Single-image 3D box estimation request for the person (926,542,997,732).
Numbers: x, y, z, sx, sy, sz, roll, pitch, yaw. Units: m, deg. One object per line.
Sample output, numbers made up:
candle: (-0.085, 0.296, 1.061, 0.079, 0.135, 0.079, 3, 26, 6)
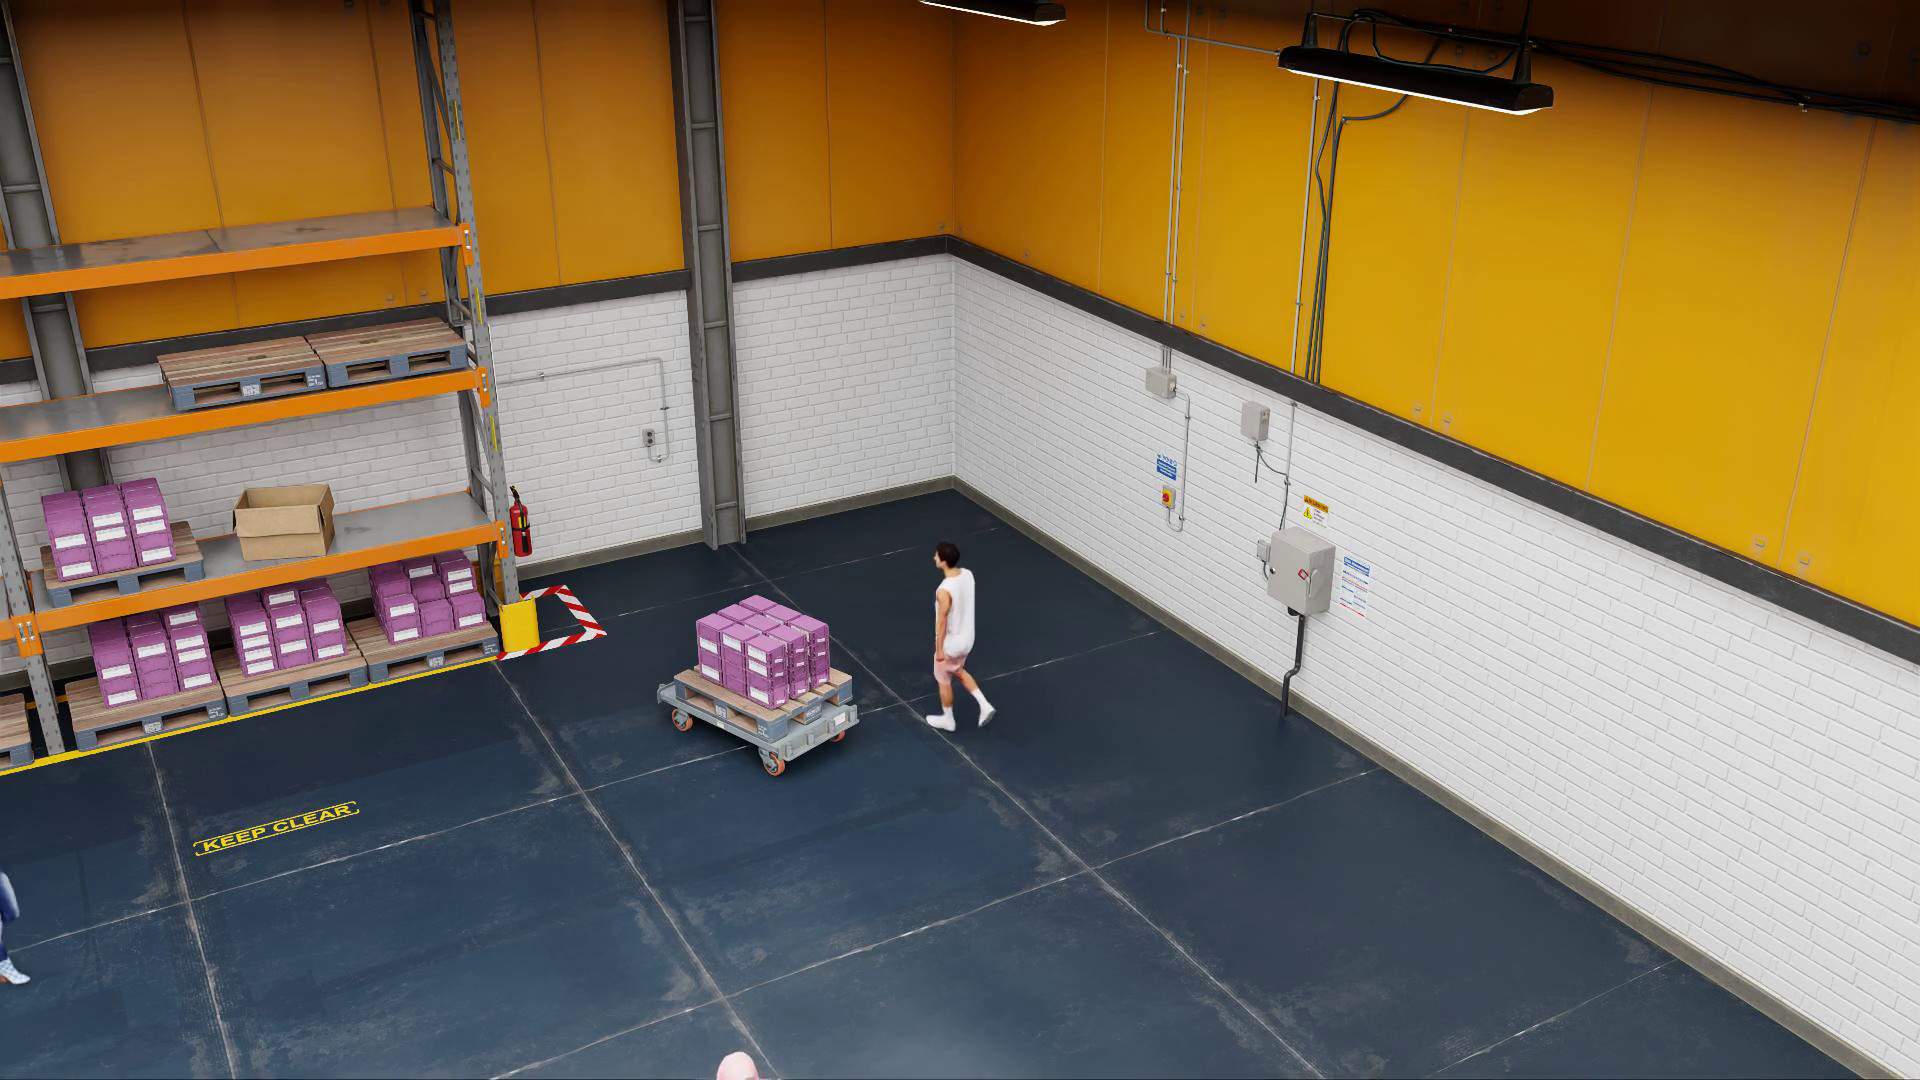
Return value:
person: (0.020, 0.864, 14.204, 0.922, 1.770, 0.931, 15, 28, 31)
